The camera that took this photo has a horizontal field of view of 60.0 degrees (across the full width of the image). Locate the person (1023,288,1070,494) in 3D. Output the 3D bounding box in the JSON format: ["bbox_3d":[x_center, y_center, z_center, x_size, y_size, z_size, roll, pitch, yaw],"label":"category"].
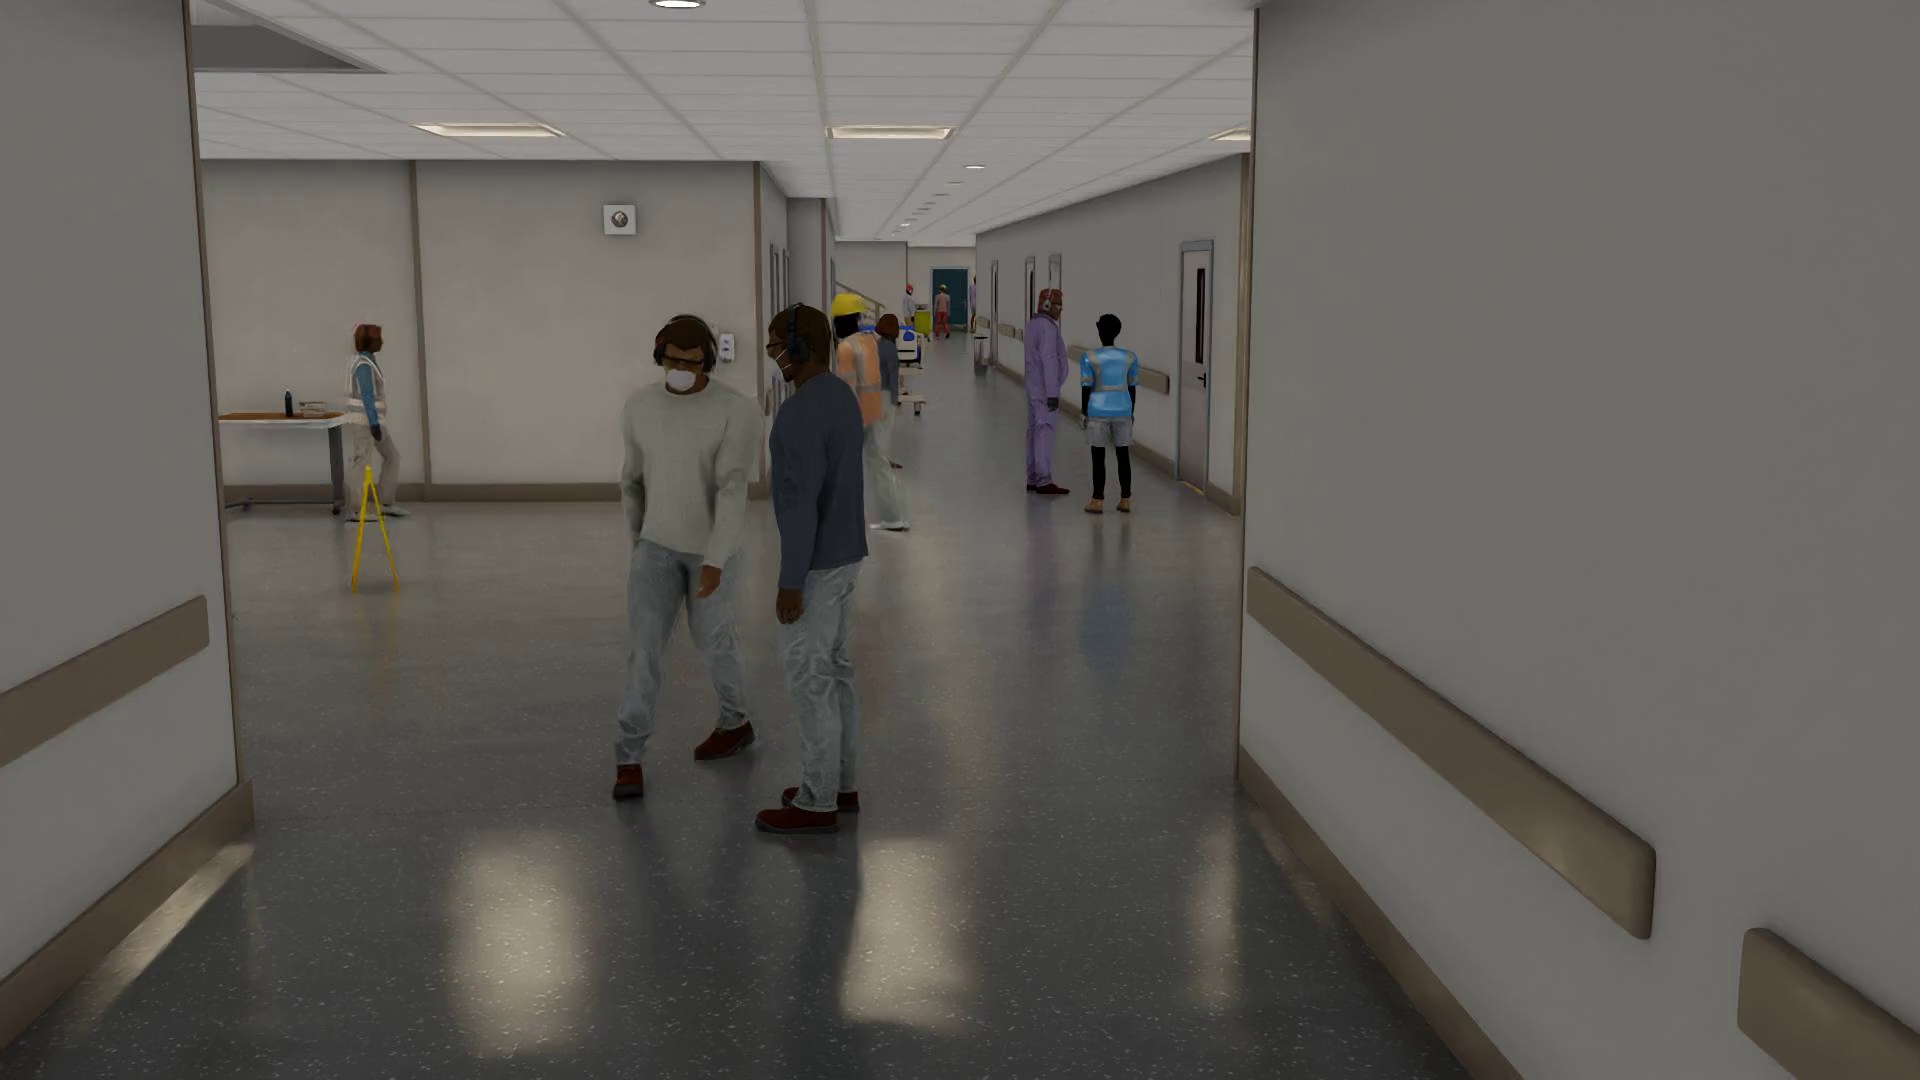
[{"bbox_3d":[0.811,-1.384,15.494,0.400,1.902,0.643,-2,9,-12],"label":"person"}]

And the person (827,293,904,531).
[{"bbox_3d":[-0.882,-1.001,13.165,0.989,1.875,0.611,4,10,24],"label":"person"}]

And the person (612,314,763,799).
[{"bbox_3d":[-1.069,0.040,6.656,0.634,1.886,0.889,2,9,13],"label":"person"}]

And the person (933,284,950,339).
[{"bbox_3d":[-0.551,-7.159,52.245,0.558,1.741,0.550,-4,10,-26],"label":"person"}]

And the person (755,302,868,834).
[{"bbox_3d":[-0.533,0.102,6.088,0.386,1.928,0.641,1,9,9],"label":"person"}]

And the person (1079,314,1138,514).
[{"bbox_3d":[1.257,-1.066,14.125,0.537,1.696,0.321,-3,9,-16],"label":"person"}]

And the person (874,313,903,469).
[{"bbox_3d":[-0.766,-1.554,17.424,0.281,1.624,0.493,-4,10,-24],"label":"person"}]

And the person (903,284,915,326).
[{"bbox_3d":[-1.444,-6.444,47.703,0.325,1.753,0.572,-4,10,-24],"label":"person"}]

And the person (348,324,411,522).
[{"bbox_3d":[-4.762,-0.955,13.639,0.597,1.618,0.548,-2,9,-13],"label":"person"}]
